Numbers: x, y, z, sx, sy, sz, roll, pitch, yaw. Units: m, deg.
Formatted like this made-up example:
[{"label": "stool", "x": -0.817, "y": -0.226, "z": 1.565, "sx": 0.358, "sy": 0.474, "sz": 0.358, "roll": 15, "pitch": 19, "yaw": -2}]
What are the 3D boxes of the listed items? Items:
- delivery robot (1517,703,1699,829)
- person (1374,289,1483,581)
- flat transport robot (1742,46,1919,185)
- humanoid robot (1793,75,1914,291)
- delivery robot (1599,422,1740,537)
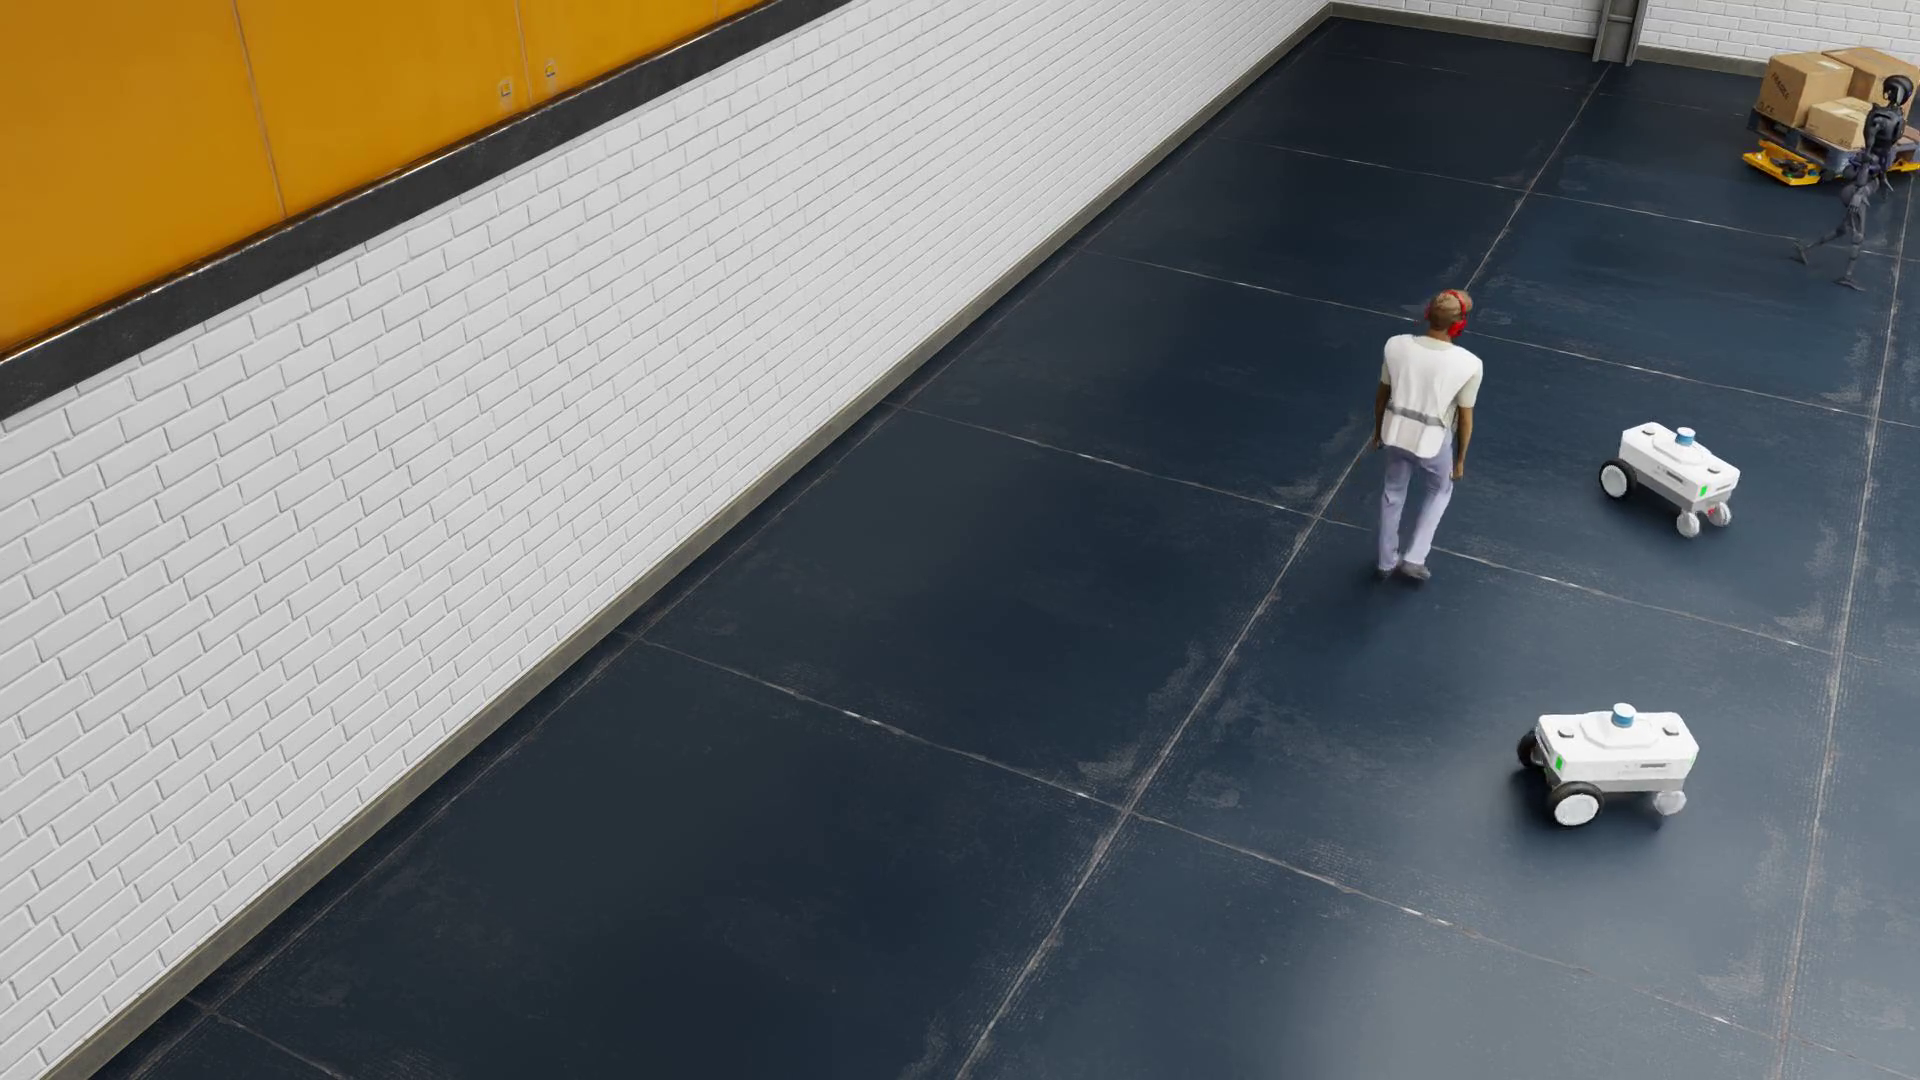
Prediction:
[{"label": "delivery robot", "x": 3.187, "y": 1.049, "z": 8.135, "sx": 0.739, "sy": 0.566, "sz": 0.499, "roll": -1, "pitch": 34, "yaw": -2}, {"label": "person", "x": 2.591, "y": -0.549, "z": 9.395, "sx": 0.579, "sy": 1.824, "sz": 0.458, "roll": 21, "pitch": 39, "yaw": 28}, {"label": "flat transport robot", "x": 7.974, "y": -3.506, "z": 15.193, "sx": 1.431, "sy": 0.231, "sz": 0.659, "roll": -10, "pitch": 35, "yaw": -14}, {"label": "humanoid robot", "x": 6.976, "y": -2.800, "z": 12.920, "sx": 0.697, "sy": 1.654, "sz": 0.588, "roll": 28, "pitch": 43, "yaw": 35}, {"label": "delivery robot", "x": 4.434, "y": -0.425, "z": 10.363, "sx": 0.499, "sy": 0.606, "sz": 0.794, "roll": -16, "pitch": 37, "yaw": -23}]
